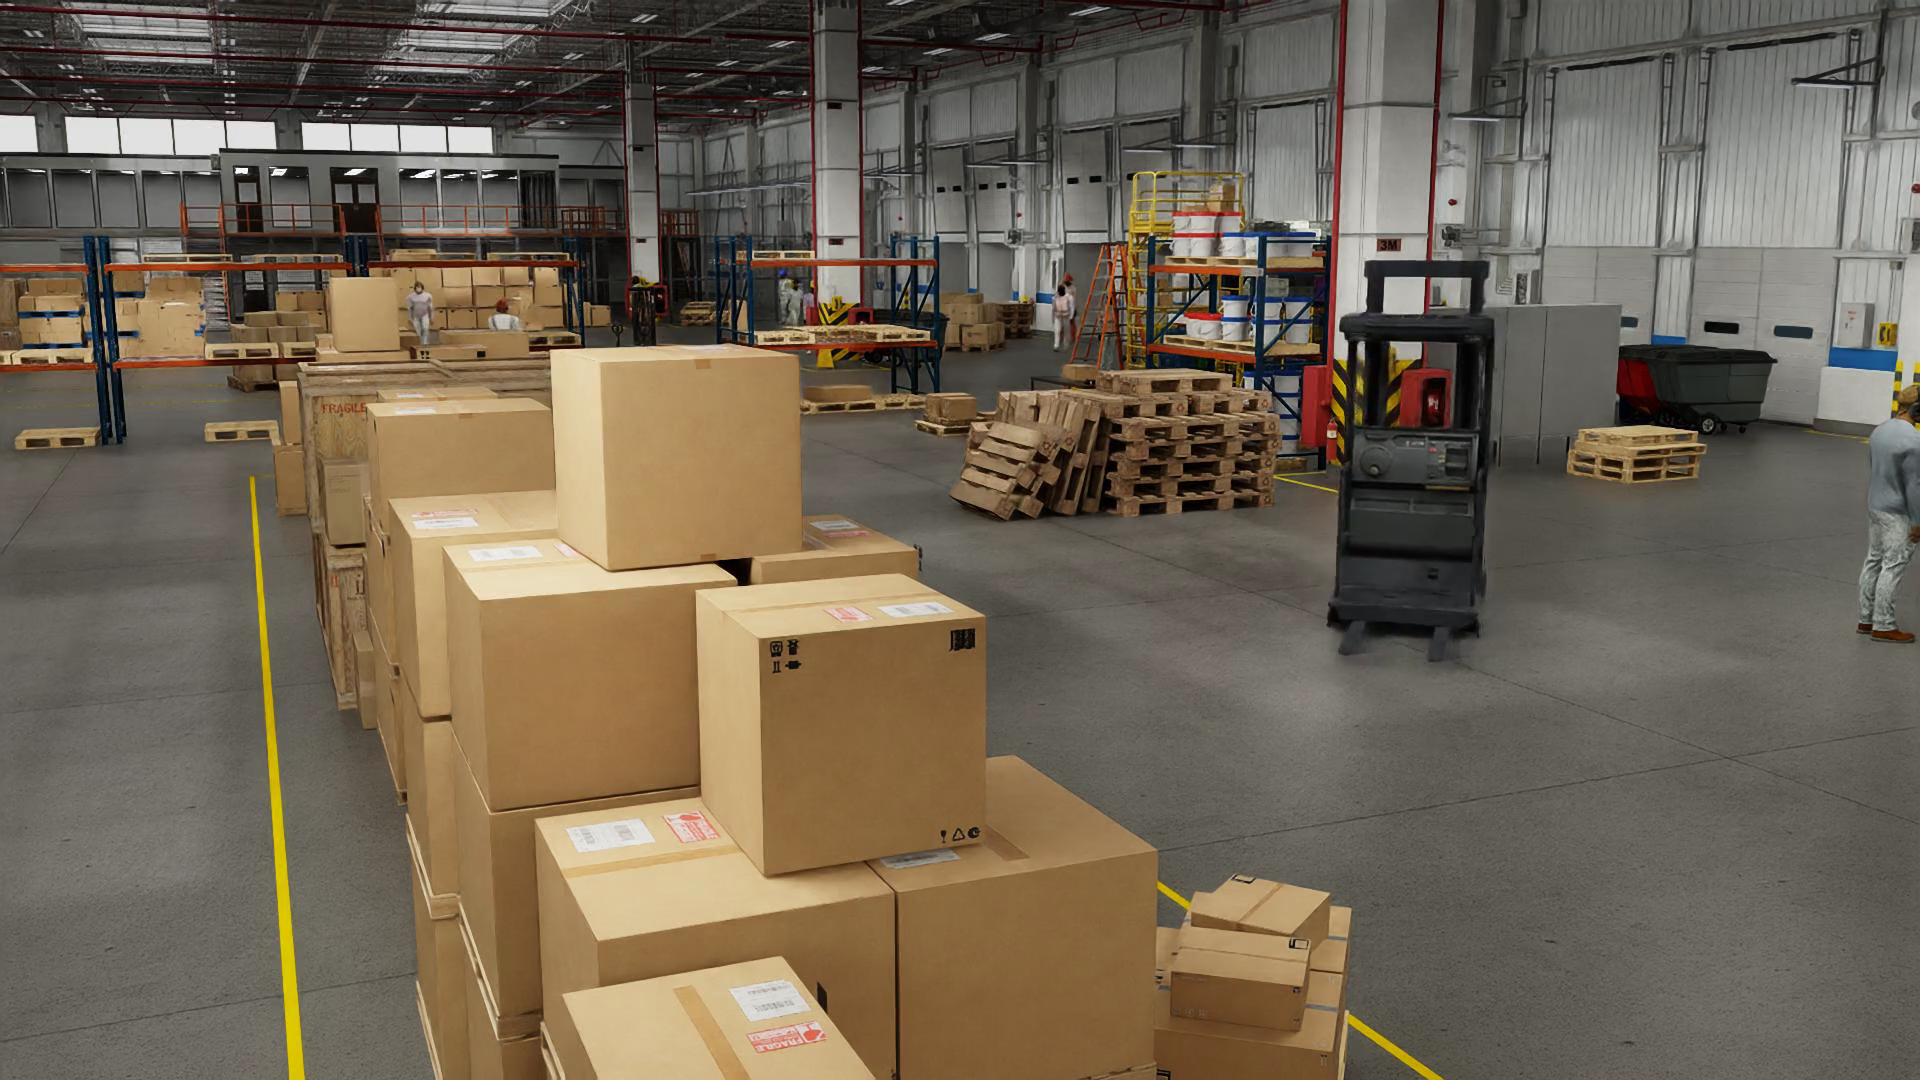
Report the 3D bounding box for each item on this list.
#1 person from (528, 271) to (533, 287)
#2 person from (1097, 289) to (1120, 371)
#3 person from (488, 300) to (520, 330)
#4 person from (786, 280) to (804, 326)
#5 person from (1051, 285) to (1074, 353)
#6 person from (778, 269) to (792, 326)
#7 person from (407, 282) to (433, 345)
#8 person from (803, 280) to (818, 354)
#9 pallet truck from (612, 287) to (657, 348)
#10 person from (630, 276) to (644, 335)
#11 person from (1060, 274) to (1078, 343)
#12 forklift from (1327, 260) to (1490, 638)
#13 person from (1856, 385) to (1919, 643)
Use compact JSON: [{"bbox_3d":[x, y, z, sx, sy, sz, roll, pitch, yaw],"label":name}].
[{"bbox_3d":[-15.281,-8.675,59.374,0.593,1.845,0.970,5,12,27],"label":"person"},{"bbox_3d":[3.278,-4.577,36.564,0.584,1.918,0.376,-6,12,-30],"label":"person"},{"bbox_3d":[-8.542,-3.565,31.244,0.619,1.845,0.682,-2,10,-10],"label":"person"},{"bbox_3d":[-4.685,-6.577,47.865,0.512,1.819,0.975,-8,13,-36],"label":"person"},{"bbox_3d":[2.710,-5.846,43.960,0.620,1.789,1.010,2,10,11],"label":"person"},{"bbox_3d":[-6.045,-8.363,57.377,0.402,1.937,0.604,-9,14,-42],"label":"person"},{"bbox_3d":[-13.776,-5.634,42.467,0.641,1.880,1.048,-3,11,-15],"label":"person"},{"bbox_3d":[-3.778,-5.789,43.229,0.590,1.923,0.384,-3,11,-18],"label":"person"},{"bbox_3d":[-6.464,-4.406,35.401,0.823,1.965,1.885,6,12,32],"label":"pallet truck"},{"bbox_3d":[-10.075,-7.316,51.869,0.429,1.846,0.627,1,10,4],"label":"person"},{"bbox_3d":[3.119,-6.662,47.947,0.456,1.972,0.646,-8,13,-39],"label":"person"},{"bbox_3d":[3.632,-0.812,13.161,1.129,2.768,1.873,4,11,19],"label":"forklift"},{"bbox_3d":[6.970,-0.191,12.379,0.385,1.929,0.636,0,10,1],"label":"person"}]
